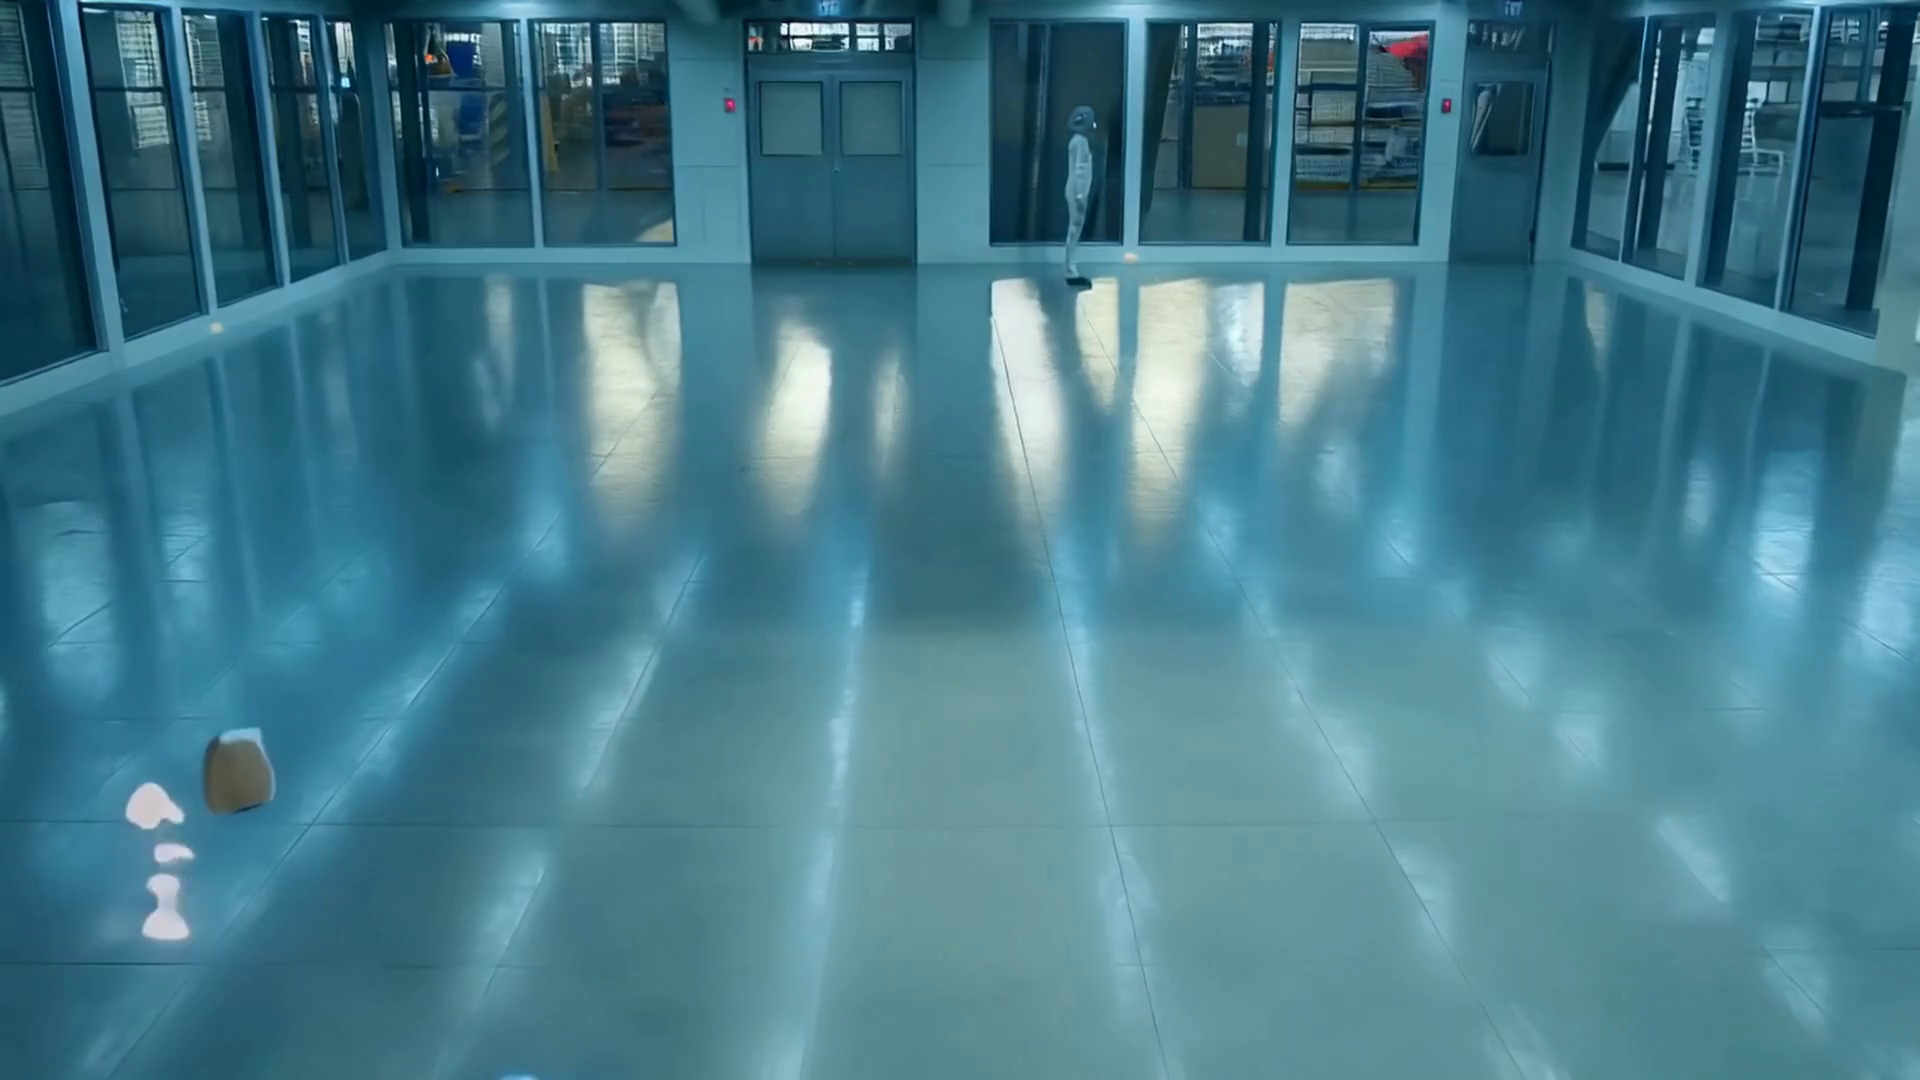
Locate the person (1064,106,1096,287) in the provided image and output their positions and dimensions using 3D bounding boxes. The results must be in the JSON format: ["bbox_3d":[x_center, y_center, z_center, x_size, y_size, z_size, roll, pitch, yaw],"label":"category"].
[{"bbox_3d":[1.108,-3.175,15.381,0.266,1.631,0.507,1,16,4],"label":"person"}]

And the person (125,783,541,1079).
[{"bbox_3d":[-0.456,0.906,1.094,0.537,1.869,0.314,-8,18,-26],"label":"person"}]
